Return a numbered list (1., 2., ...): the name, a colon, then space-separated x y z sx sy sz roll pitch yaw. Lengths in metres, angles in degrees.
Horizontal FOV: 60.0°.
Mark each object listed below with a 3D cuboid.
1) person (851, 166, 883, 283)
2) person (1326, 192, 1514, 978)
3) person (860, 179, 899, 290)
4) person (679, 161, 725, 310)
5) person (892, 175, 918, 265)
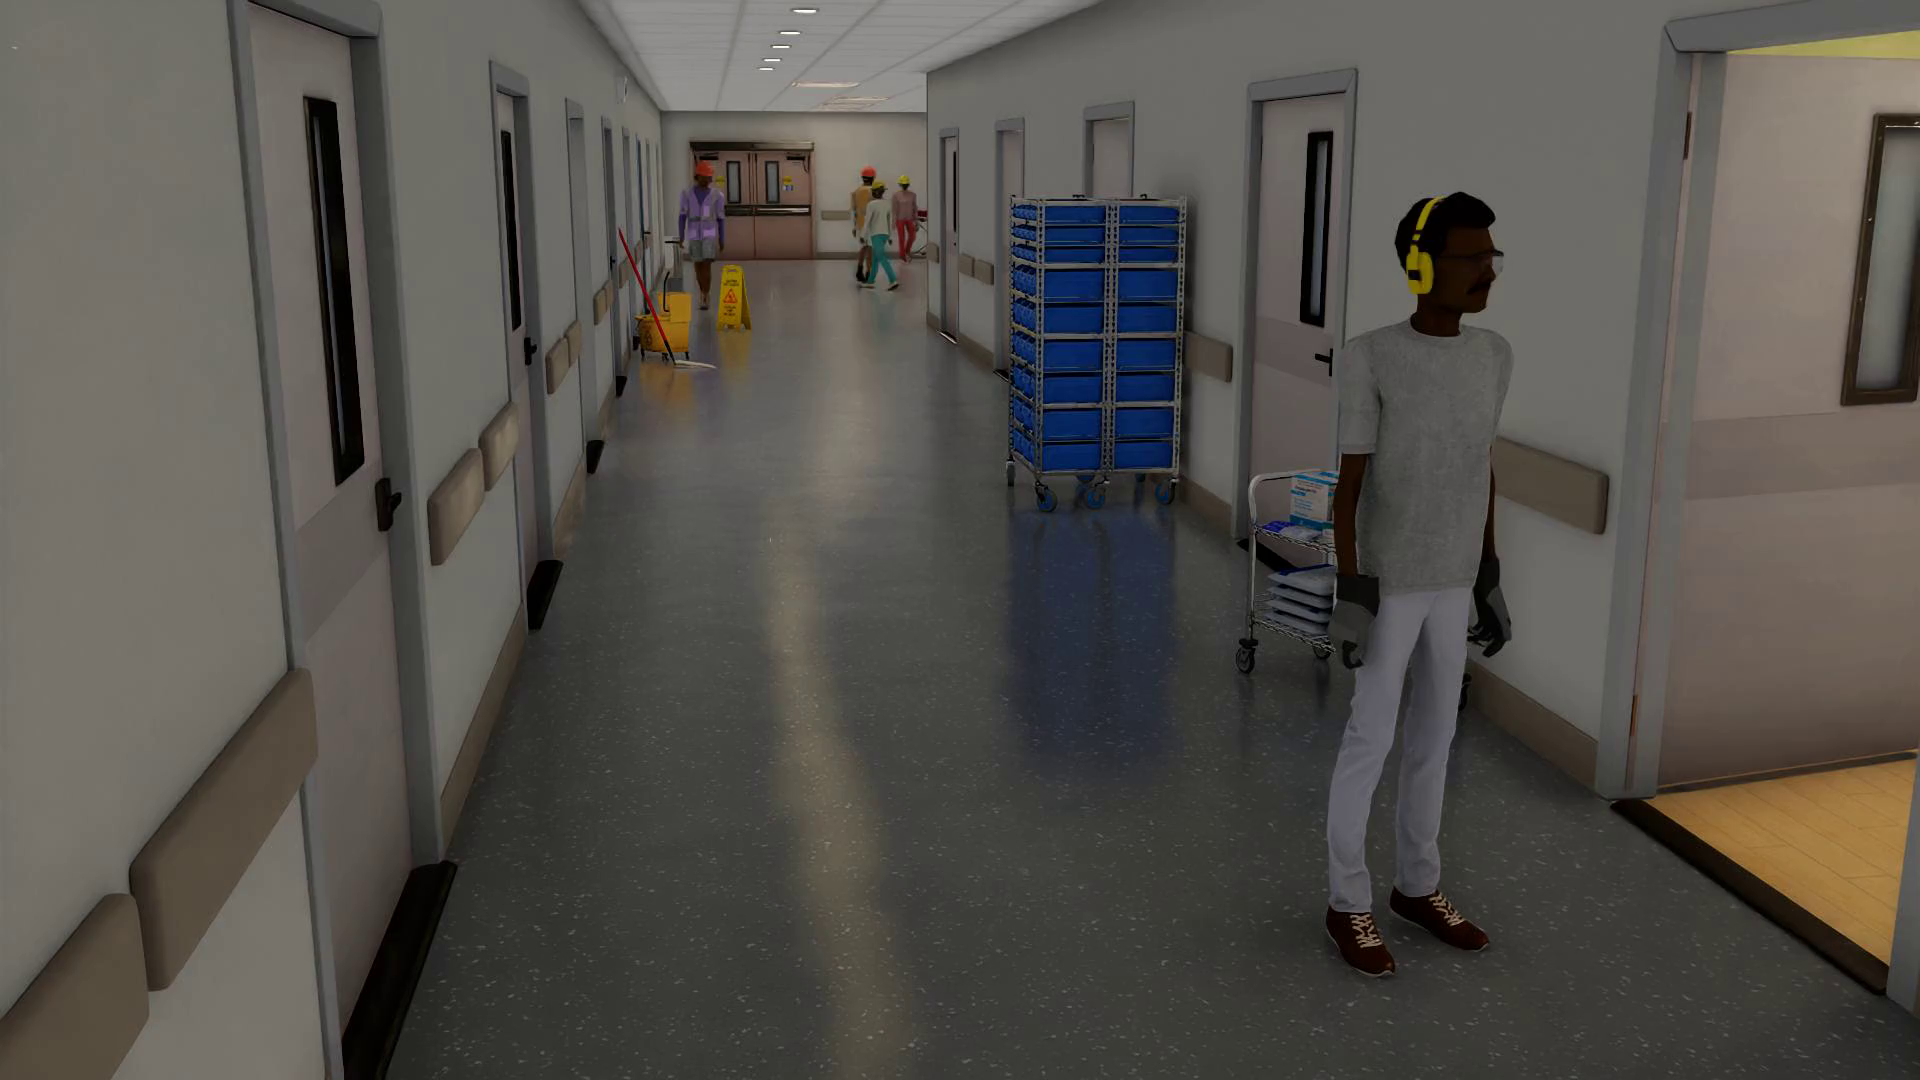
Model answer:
1. person: -1.518 -5.230 27.646 0.550 1.917 0.399 6 14 25
2. person: 1.120 0.115 4.018 0.515 1.873 0.328 -6 14 -25
3. person: -1.256 -4.805 26.181 0.888 1.727 0.522 9 16 35
4. person: -3.527 -4.169 22.792 0.614 1.995 1.011 0 13 2
5. person: -1.091 -6.331 32.888 0.552 1.750 0.396 -5 14 -21
